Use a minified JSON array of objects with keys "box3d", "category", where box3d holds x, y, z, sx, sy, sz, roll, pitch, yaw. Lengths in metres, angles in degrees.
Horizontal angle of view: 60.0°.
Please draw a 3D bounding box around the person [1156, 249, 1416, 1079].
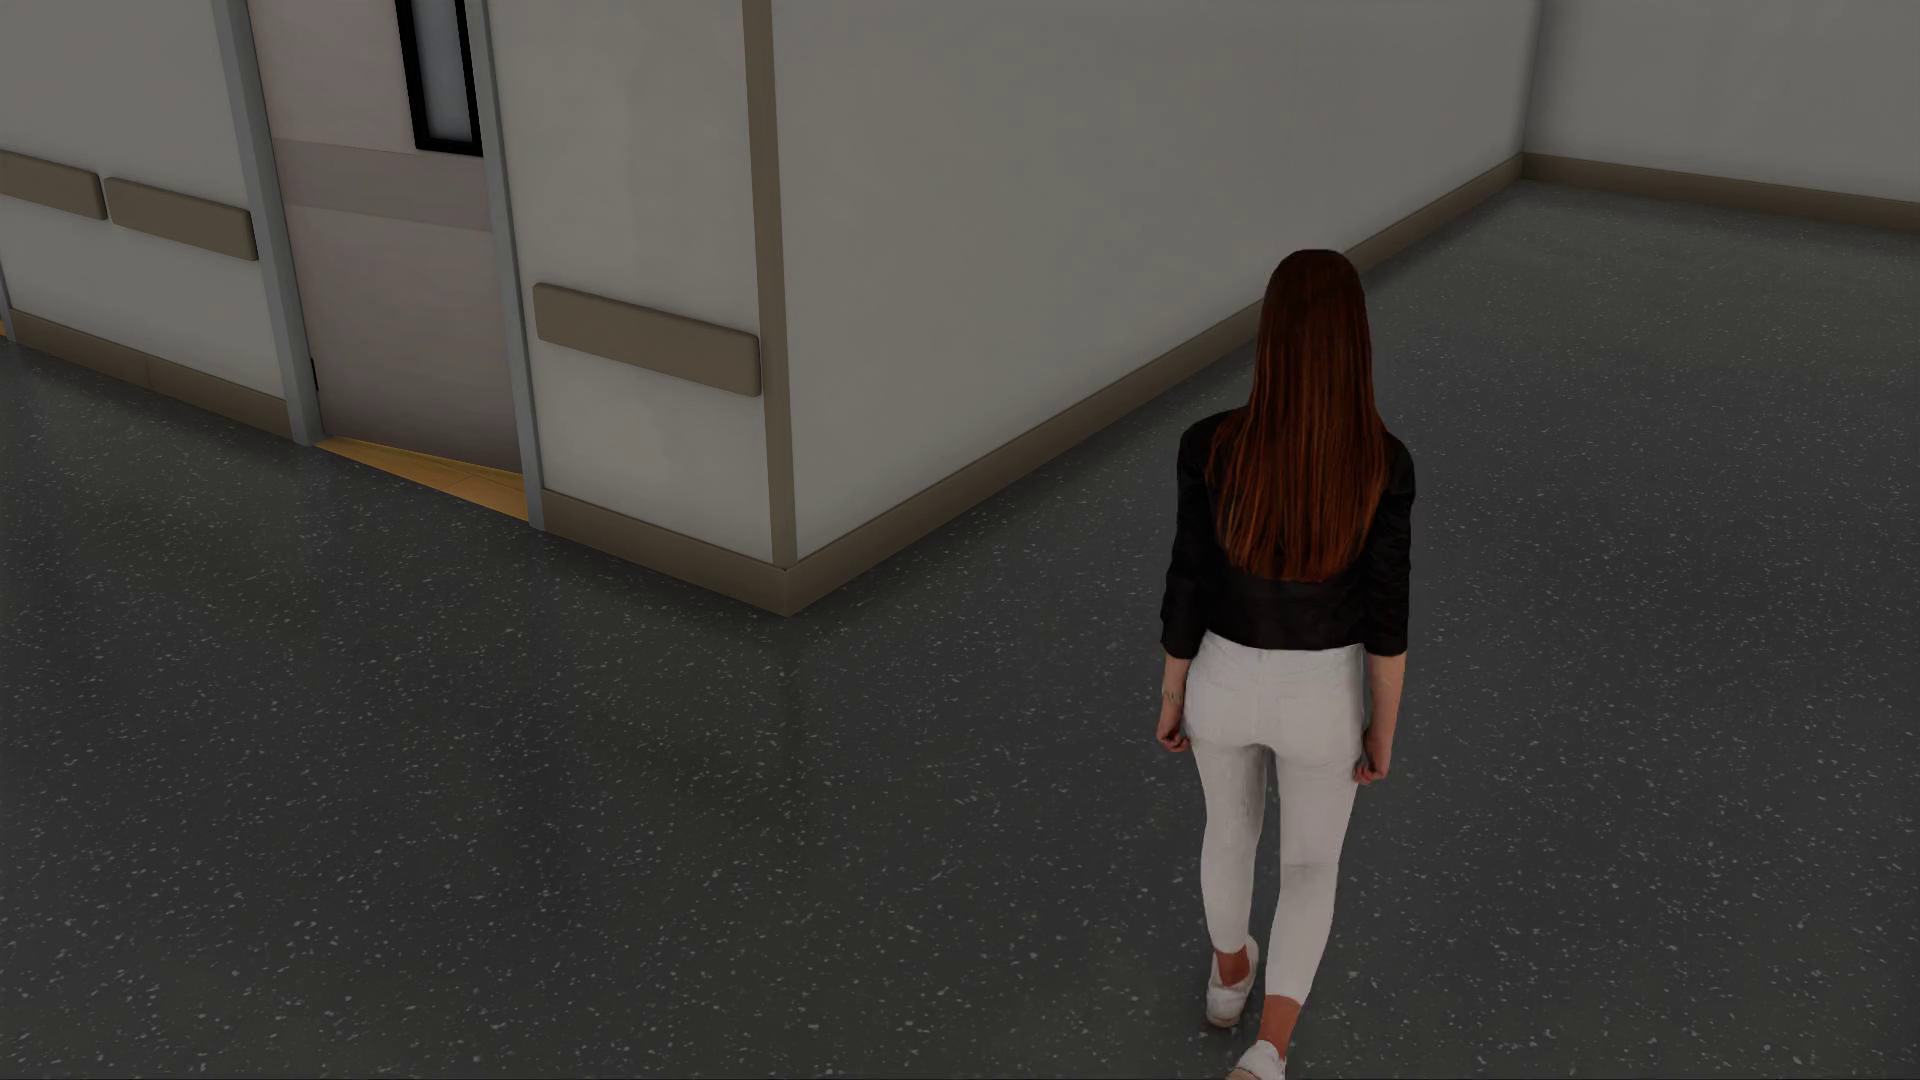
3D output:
[{"box3d":[0.566,0.332,3.041,0.787,1.683,1.040,7,27,15],"category":"person"}]
